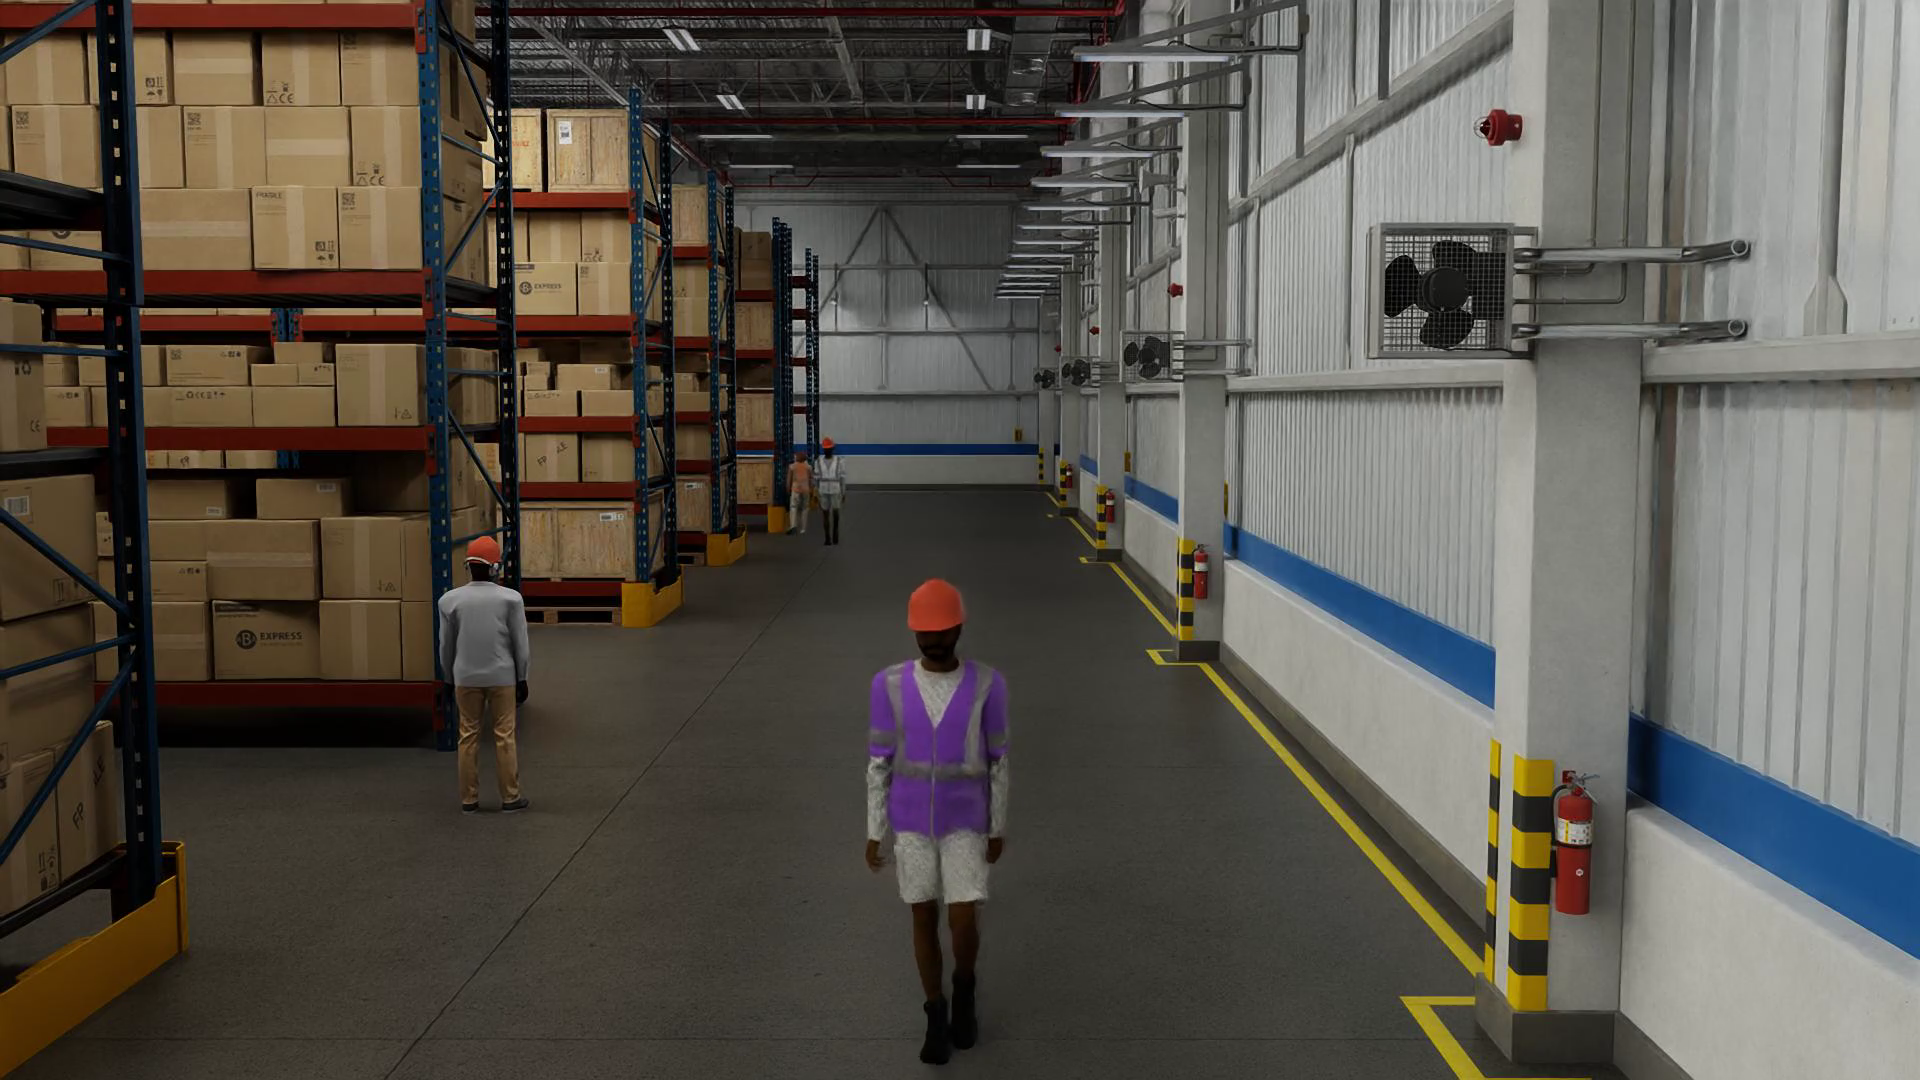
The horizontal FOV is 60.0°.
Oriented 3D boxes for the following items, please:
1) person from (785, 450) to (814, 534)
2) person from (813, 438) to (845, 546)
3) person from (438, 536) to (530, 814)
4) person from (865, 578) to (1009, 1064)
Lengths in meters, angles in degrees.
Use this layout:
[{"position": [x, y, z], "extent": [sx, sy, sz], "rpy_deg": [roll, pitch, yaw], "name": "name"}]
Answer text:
[{"position": [-3.052, -0.904, 31.784], "extent": [0.535, 1.609, 0.622], "rpy_deg": [0, 5, -2], "name": "person"}, {"position": [-2.311, -0.839, 29.230], "extent": [0.567, 1.914, 0.569], "rpy_deg": [0, 5, 3], "name": "person"}, {"position": [-2.984, 0.851, 10.484], "extent": [0.561, 1.752, 0.327], "rpy_deg": [0, 5, 0], "name": "person"}, {"position": [-0.096, 1.105, 6.537], "extent": [0.555, 1.918, 0.407], "rpy_deg": [1, 5, 8], "name": "person"}]
